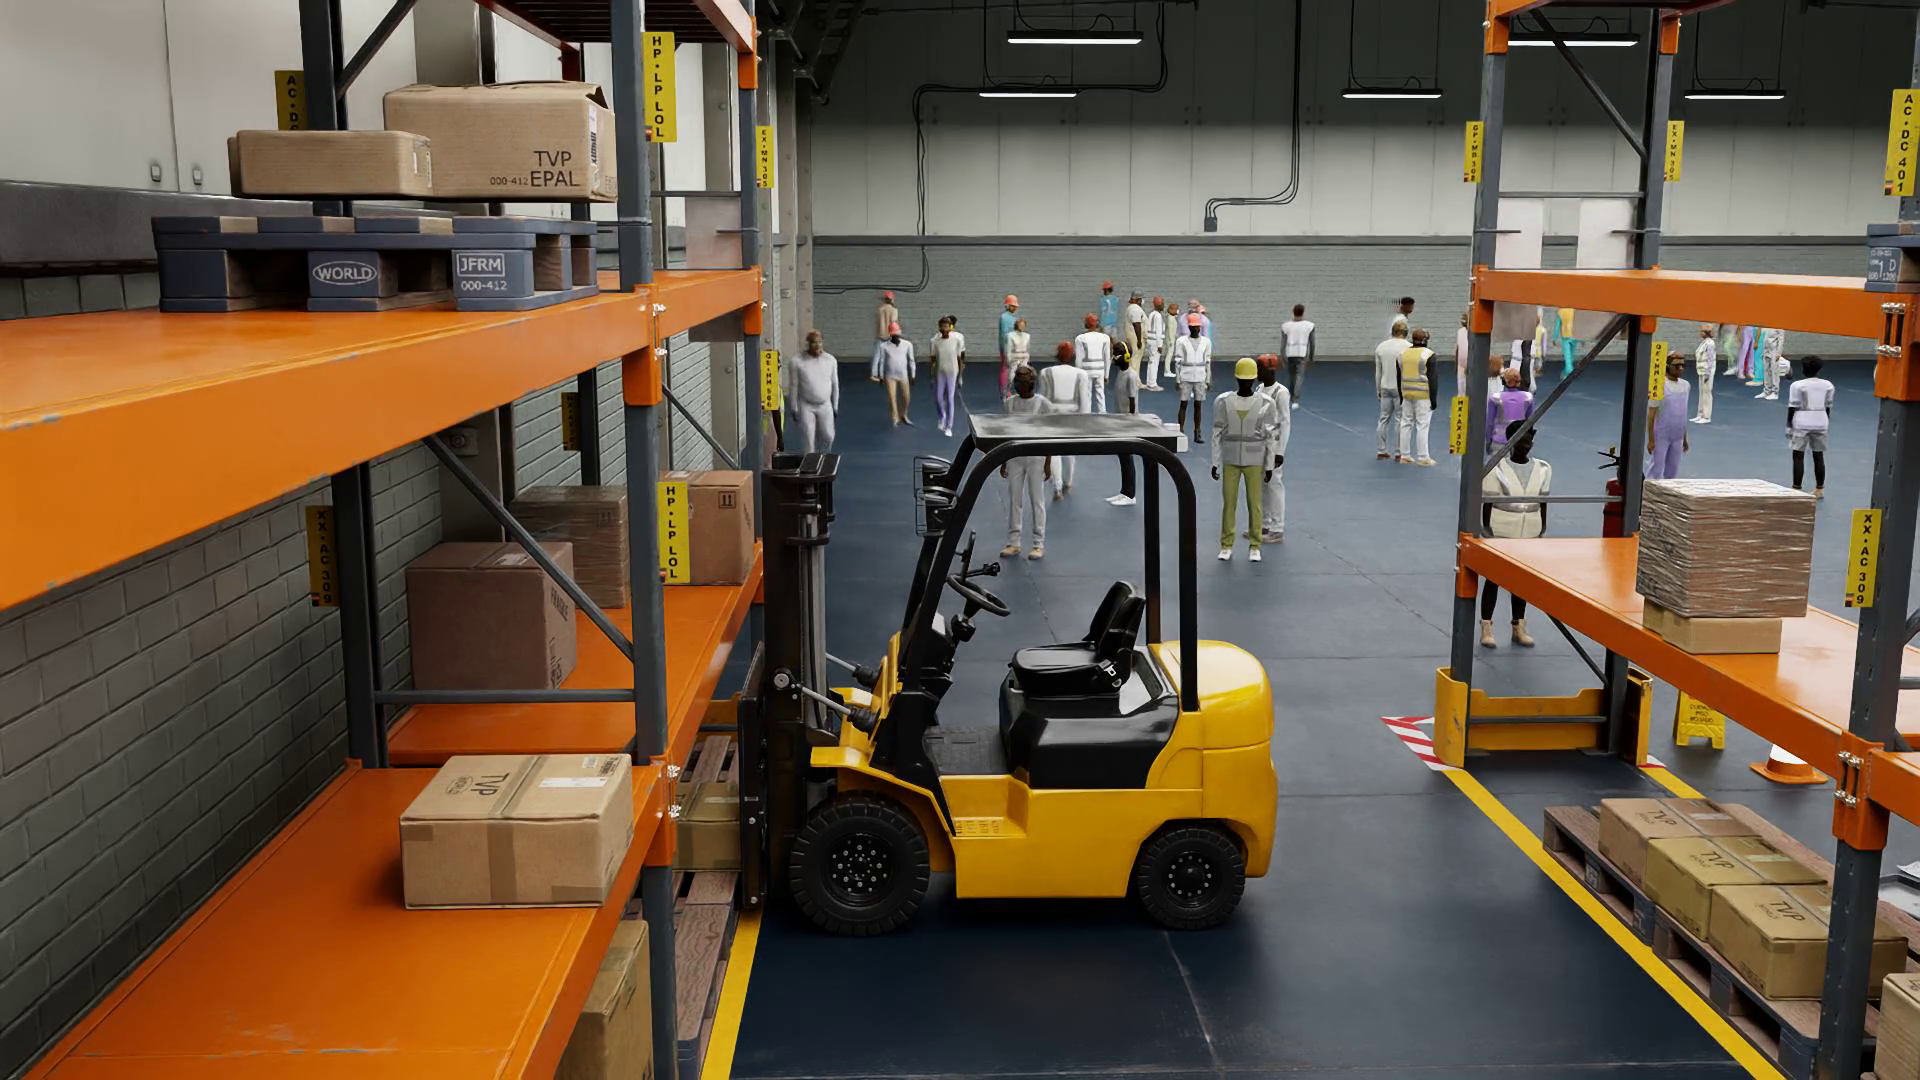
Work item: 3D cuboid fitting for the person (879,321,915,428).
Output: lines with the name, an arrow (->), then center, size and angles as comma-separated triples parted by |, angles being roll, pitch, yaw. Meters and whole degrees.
person -> -1.024, -2.663, 26.792 | 0.586, 1.722, 0.581 | -2, 10, -10

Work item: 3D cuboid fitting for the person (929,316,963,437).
person -> -0.206, -2.537, 25.737 | 0.527, 1.855, 0.583 | 0, 10, 2

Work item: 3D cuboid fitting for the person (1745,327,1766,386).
person -> 16.640, -4.125, 34.624 | 0.349, 1.835, 0.517 | 7, 12, 33

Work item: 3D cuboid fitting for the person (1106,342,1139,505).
person -> 1.863, -1.322, 18.939 | 0.335, 1.860, 0.508 | -2, 10, -10

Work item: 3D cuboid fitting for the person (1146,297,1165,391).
person -> 3.939, -3.943, 33.499 | 0.344, 1.877, 0.577 | -1, 10, -6

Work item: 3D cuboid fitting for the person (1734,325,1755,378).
person -> 17.273, -4.431, 36.584 | 0.490, 1.728, 0.565 | 1, 10, 6

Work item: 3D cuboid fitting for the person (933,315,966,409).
person -> -0.179, -3.141, 29.542 | 0.569, 1.674, 0.672 | 1, 10, 6

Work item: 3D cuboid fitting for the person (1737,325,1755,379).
person -> 17.236, -4.424, 36.248 | 0.517, 1.843, 0.324 | -2, 10, -9

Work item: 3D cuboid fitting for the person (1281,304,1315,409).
person -> 6.088, -3.310, 29.996 | 0.587, 1.867, 1.047 | 4, 11, 20

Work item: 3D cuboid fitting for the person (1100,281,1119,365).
person -> 3.613, -5.274, 40.504 | 0.451, 2.030, 0.621 | 8, 13, 39

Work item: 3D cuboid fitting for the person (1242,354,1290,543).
person -> 3.078, -0.916, 16.598 | 0.339, 1.882, 0.581 | -3, 11, -17

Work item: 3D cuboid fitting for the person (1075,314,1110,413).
person -> 2.025, -2.525, 25.571 | 0.575, 1.882, 0.359 | -3, 11, -16

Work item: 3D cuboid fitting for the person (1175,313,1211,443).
person -> 3.458, -2.392, 24.667 | 0.543, 1.940, 0.361 | -1, 10, -4

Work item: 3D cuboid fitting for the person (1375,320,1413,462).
person -> 5.946, -2.033, 22.700 | 0.366, 1.933, 0.627 | -10, 14, -44

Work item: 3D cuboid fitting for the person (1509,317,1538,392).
person -> 8.695, -2.560, 25.694 | 0.396, 1.911, 0.588 | 1, 10, 8

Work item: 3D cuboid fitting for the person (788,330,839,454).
person -> -1.817, -1.677, 20.840 | 0.644, 1.894, 0.421 | -3, 11, -17

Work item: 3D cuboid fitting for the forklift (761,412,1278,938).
forklift -> 0.291, 0.548, 7.580 | 2.313, 2.155, 1.214 | 0, 10, -2

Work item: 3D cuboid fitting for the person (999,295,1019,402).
person -> 0.920, -3.589, 31.203 | 0.401, 1.986, 0.612 | 3, 11, 15

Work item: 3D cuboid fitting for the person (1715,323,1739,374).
person -> 17.328, -4.640, 37.462 | 0.471, 1.839, 0.548 | -3, 10, -14

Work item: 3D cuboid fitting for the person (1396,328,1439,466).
person -> 6.131, -1.908, 22.248 | 0.429, 1.843, 0.627 | -8, 13, -38

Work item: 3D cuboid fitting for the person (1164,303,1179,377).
person -> 4.703, -4.436, 36.939 | 0.279, 1.627, 0.498 | 2, 10, 11

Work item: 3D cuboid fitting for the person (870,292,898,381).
person -> -1.623, -4.389, 35.919 | 0.621, 1.906, 1.110 | 7, 12, 33

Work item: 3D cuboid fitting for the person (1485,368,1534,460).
person -> 5.954, -1.049, 18.050 | 0.514, 1.634, 0.313 | 1, 10, 3

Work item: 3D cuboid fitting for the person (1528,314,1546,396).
person -> 11.075, -3.573, 32.158 | 0.532, 1.618, 0.740 | -1, 10, -6

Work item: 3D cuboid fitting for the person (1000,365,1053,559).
person -> 0.625, -0.735, 15.707 | 0.511, 1.841, 0.327 | 5, 11, 25

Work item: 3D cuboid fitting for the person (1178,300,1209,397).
person -> 4.481, -3.680, 32.017 | 0.669, 1.878, 0.462 | 7, 13, 36

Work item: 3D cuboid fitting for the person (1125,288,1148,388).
person -> 3.654, -4.130, 34.066 | 0.537, 2.000, 0.679 | -1, 10, -8

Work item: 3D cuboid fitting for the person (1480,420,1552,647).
person -> 4.094, -0.048, 12.283 | 0.537, 1.695, 0.321 | -1, 10, -6

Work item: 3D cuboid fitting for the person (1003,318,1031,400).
person -> 1.035, -3.244, 30.310 | 0.514, 1.611, 0.694 | -4, 11, -22

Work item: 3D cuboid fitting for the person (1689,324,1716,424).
person -> 12.289, -2.738, 27.427 | 0.314, 1.641, 0.515 | 2, 10, 12

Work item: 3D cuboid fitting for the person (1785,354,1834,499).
person -> 9.885, -1.313, 19.381 | 0.546, 1.690, 0.323 | -1, 10, -5

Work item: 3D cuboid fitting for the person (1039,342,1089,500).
person -> 1.209, -1.398, 19.461 | 0.577, 1.837, 1.015 | 0, 10, 0

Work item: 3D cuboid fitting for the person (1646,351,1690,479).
person -> 7.502, -1.079, 17.614 | 0.518, 1.844, 0.332 | -4, 11, -20

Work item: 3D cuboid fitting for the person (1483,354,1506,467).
person -> 6.501, -1.484, 20.480 | 0.517, 1.616, 0.418 | -8, 13, -36

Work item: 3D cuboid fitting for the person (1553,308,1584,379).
person -> 13.161, -4.369, 35.901 | 0.605, 1.870, 1.028 | 0, 10, 0

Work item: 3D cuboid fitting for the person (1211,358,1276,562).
person -> 2.651, -0.748, 15.580 | 0.592, 1.919, 0.397 | 3, 11, 18

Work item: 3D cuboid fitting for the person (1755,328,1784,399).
person -> 15.442, -3.550, 31.667 | 0.318, 1.741, 0.493 | -2, 10, -9
